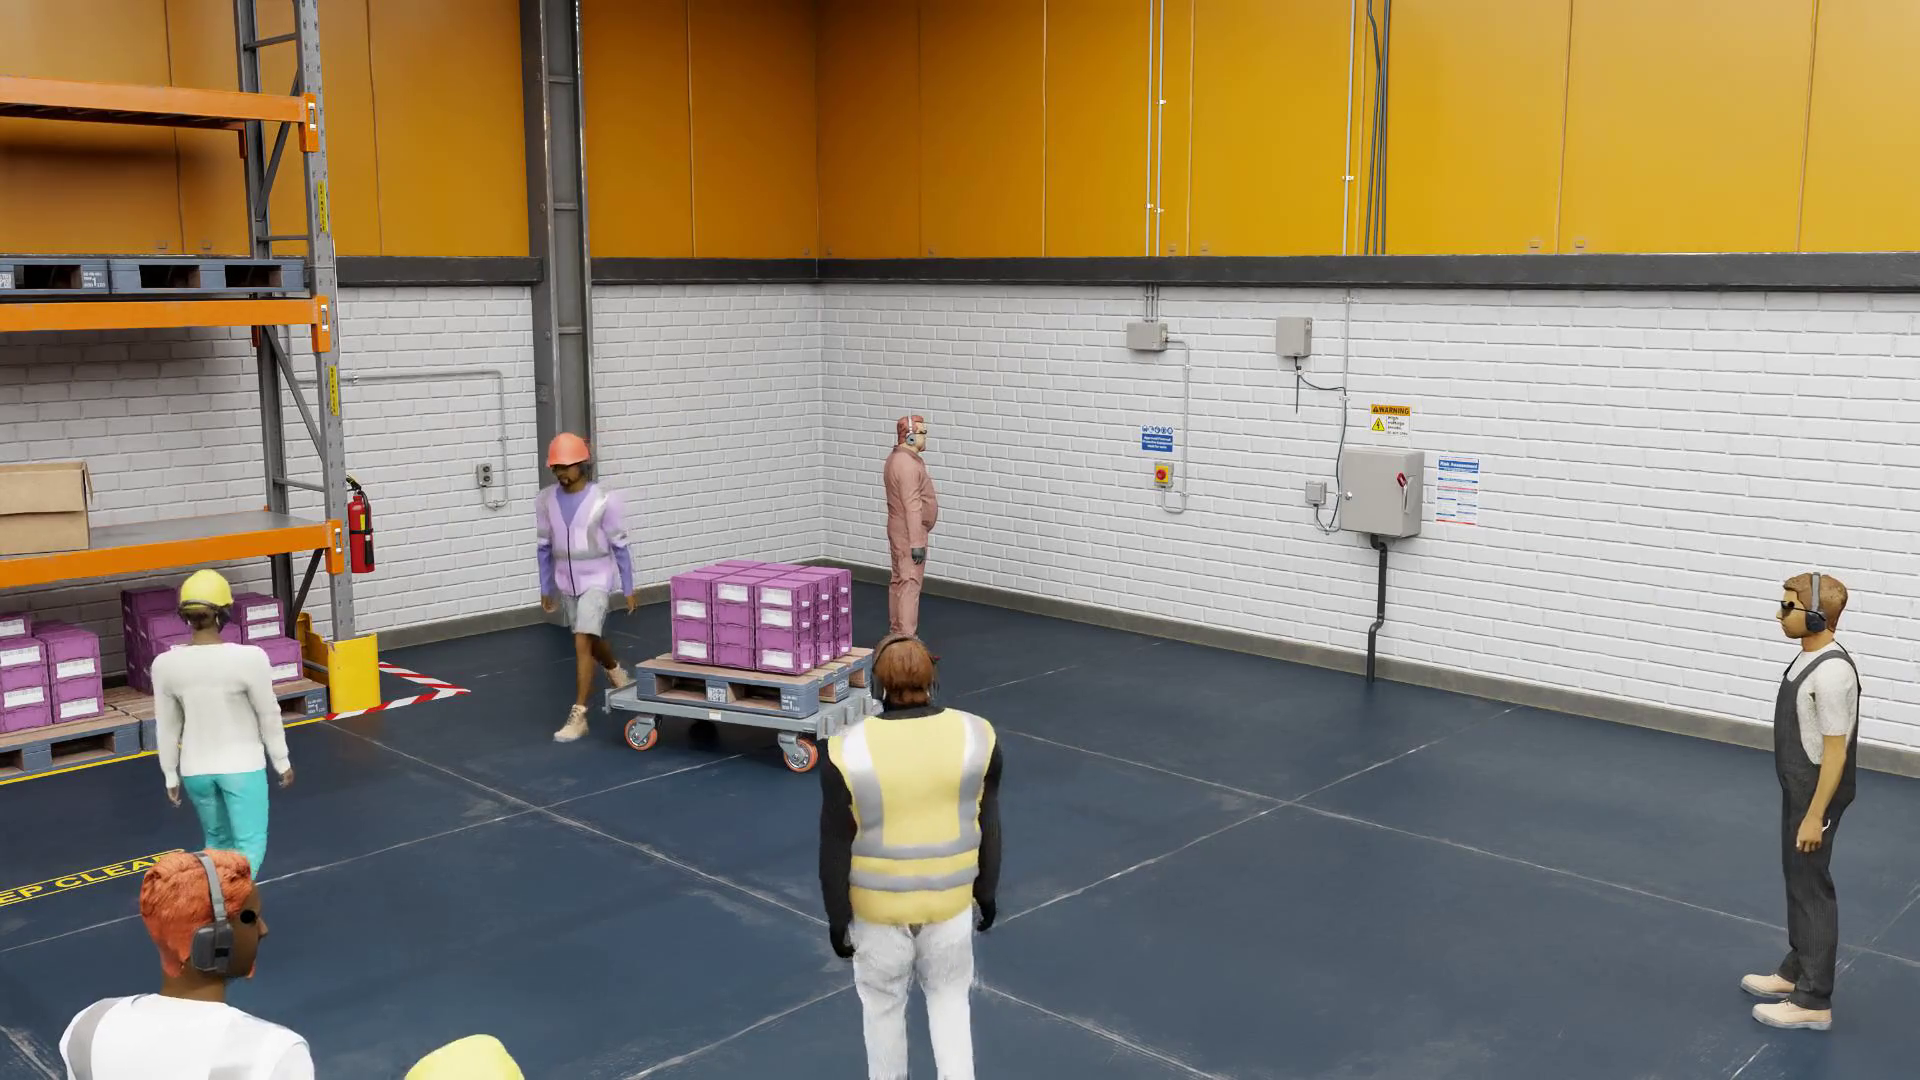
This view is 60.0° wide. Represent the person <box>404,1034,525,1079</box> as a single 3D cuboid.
[{"bbox_3d":[-0.884,1.707,2.849,0.530,1.753,0.505,9,13,43],"label":"person"}]

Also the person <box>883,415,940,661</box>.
[{"bbox_3d":[-0.373,-0.021,12.959,0.407,1.910,0.639,-2,10,-14],"label":"person"}]

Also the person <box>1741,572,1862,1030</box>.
[{"bbox_3d":[3.394,1.036,6.668,0.327,1.843,0.516,3,10,19],"label":"person"}]

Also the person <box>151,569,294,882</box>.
[{"bbox_3d":[-3.225,0.993,7.249,0.531,1.741,0.738,1,9,5],"label":"person"}]

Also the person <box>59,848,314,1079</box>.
[{"bbox_3d":[-1.520,1.550,3.400,0.576,1.883,0.352,3,10,17],"label":"person"}]

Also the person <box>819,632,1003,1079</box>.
[{"bbox_3d":[-0.160,1.217,5.605,0.640,1.830,0.609,-2,10,-14],"label":"person"}]

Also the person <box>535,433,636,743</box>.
[{"bbox_3d":[-2.441,0.259,11.031,0.631,1.999,1.019,3,10,19],"label":"person"}]
